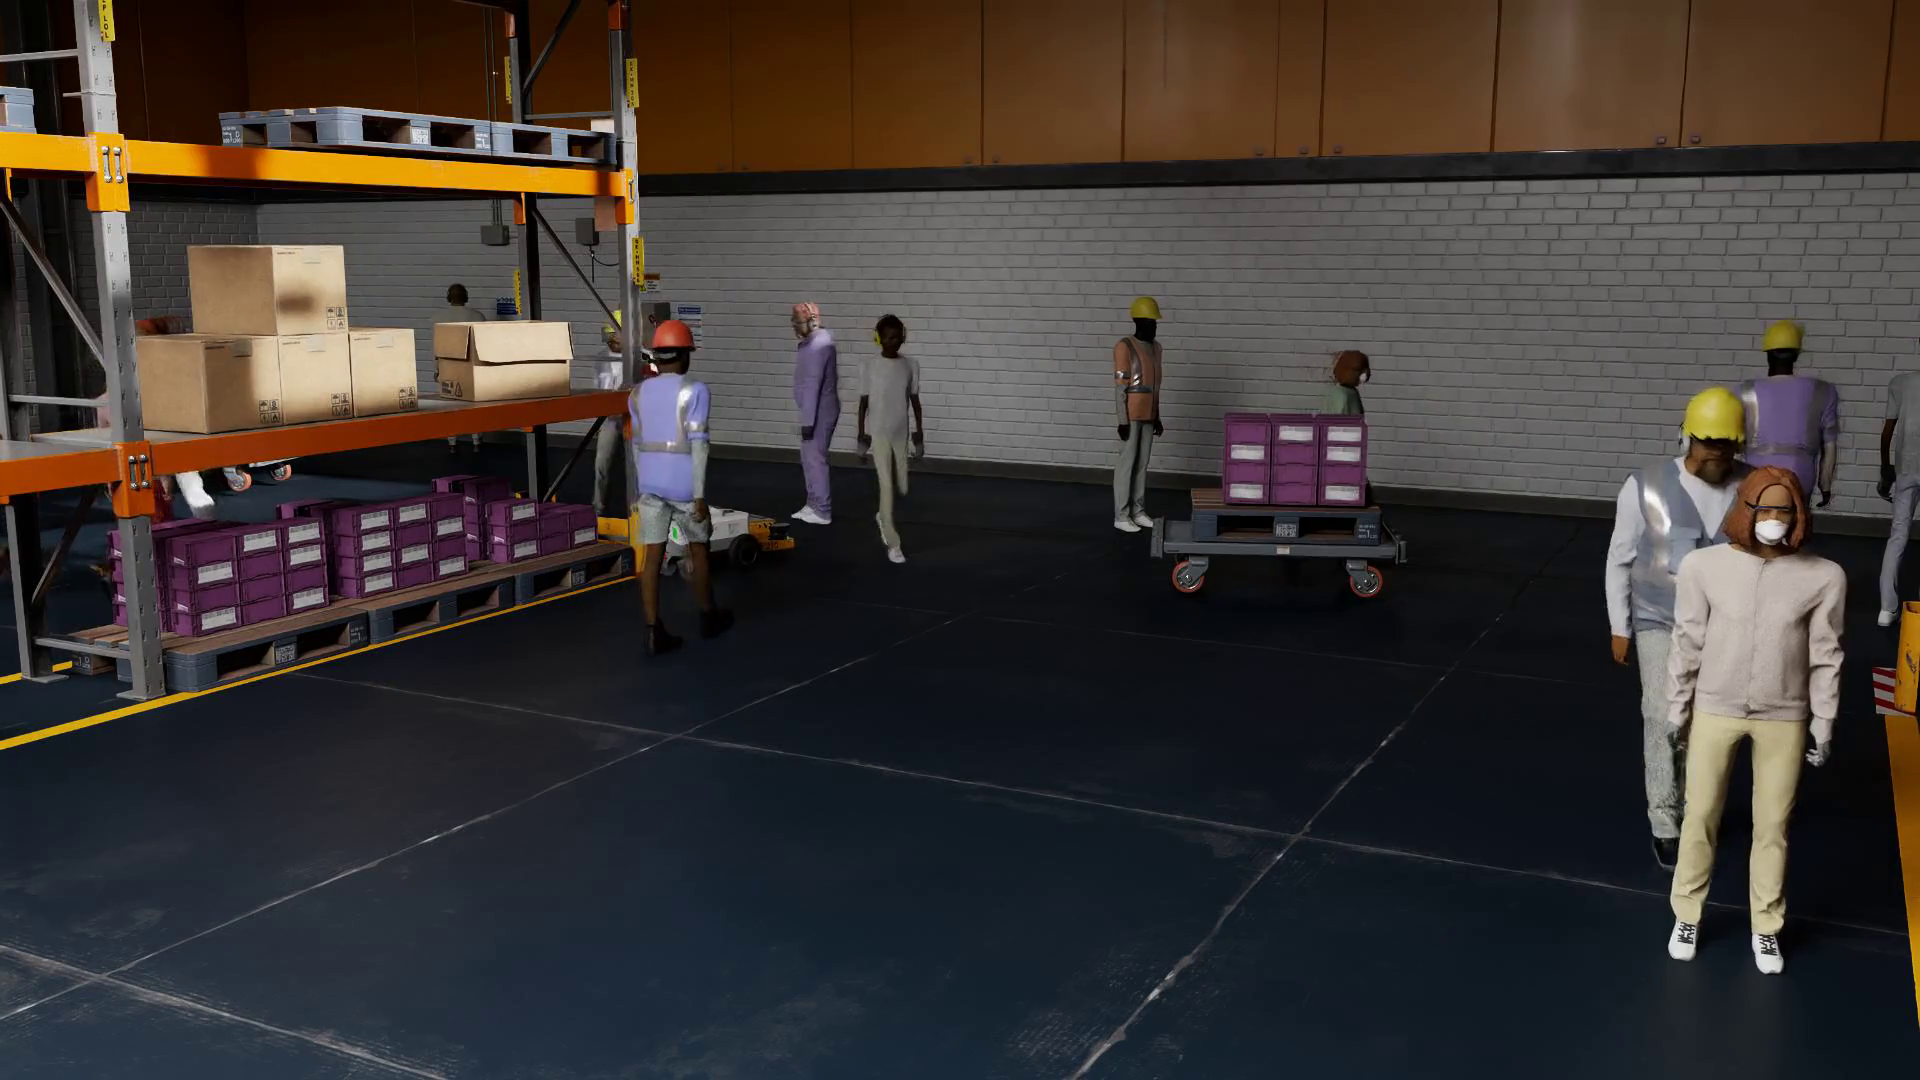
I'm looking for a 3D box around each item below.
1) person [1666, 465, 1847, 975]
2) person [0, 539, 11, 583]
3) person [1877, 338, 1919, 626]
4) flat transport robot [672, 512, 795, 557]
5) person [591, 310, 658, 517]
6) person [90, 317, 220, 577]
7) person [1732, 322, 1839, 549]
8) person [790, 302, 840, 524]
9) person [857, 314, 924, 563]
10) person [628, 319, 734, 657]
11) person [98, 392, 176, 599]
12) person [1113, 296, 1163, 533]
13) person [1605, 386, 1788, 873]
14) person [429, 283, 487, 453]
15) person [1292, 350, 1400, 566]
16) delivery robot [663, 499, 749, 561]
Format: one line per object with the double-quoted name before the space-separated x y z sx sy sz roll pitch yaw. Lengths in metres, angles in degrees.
"person" 2.509 0.569 5.290 0.499 1.627 0.278 4 10 21
"person" -6.472 -0.530 10.765 0.645 1.926 0.620 6 11 31
"person" 5.833 -0.377 10.065 0.312 1.864 0.535 -6 12 -33
"flat transport robot" -1.958 -0.088 13.004 0.652 0.197 1.431 -8 13 -38
"person" -2.779 -0.972 13.656 0.602 1.816 0.475 3 10 15
"person" -5.585 -0.627 11.612 0.603 1.829 0.971 7 12 36
"person" 4.852 -0.346 9.875 0.608 1.871 1.005 4 11 22
"person" -1.227 -1.055 13.996 0.431 1.885 0.687 -1 10 -3
"person" -0.529 -0.782 12.516 0.550 1.835 0.783 -4 11 -23
"person" -1.612 -0.318 9.645 0.574 1.891 0.897 4 11 21
"person" -5.188 -0.386 10.422 0.538 1.753 0.557 5 11 25
"person" 1.487 -1.035 13.693 0.384 1.928 0.589 8 13 40
"person" 2.759 0.318 6.234 0.616 1.815 0.473 1 10 6
"person" -5.711 -1.962 19.031 0.637 1.936 0.355 -2 10 -12
"person" 2.777 -0.602 12.169 0.830 1.589 0.507 5 11 26
"delivery robot" -1.850 -0.071 11.814 0.477 0.478 0.707 9 13 43
